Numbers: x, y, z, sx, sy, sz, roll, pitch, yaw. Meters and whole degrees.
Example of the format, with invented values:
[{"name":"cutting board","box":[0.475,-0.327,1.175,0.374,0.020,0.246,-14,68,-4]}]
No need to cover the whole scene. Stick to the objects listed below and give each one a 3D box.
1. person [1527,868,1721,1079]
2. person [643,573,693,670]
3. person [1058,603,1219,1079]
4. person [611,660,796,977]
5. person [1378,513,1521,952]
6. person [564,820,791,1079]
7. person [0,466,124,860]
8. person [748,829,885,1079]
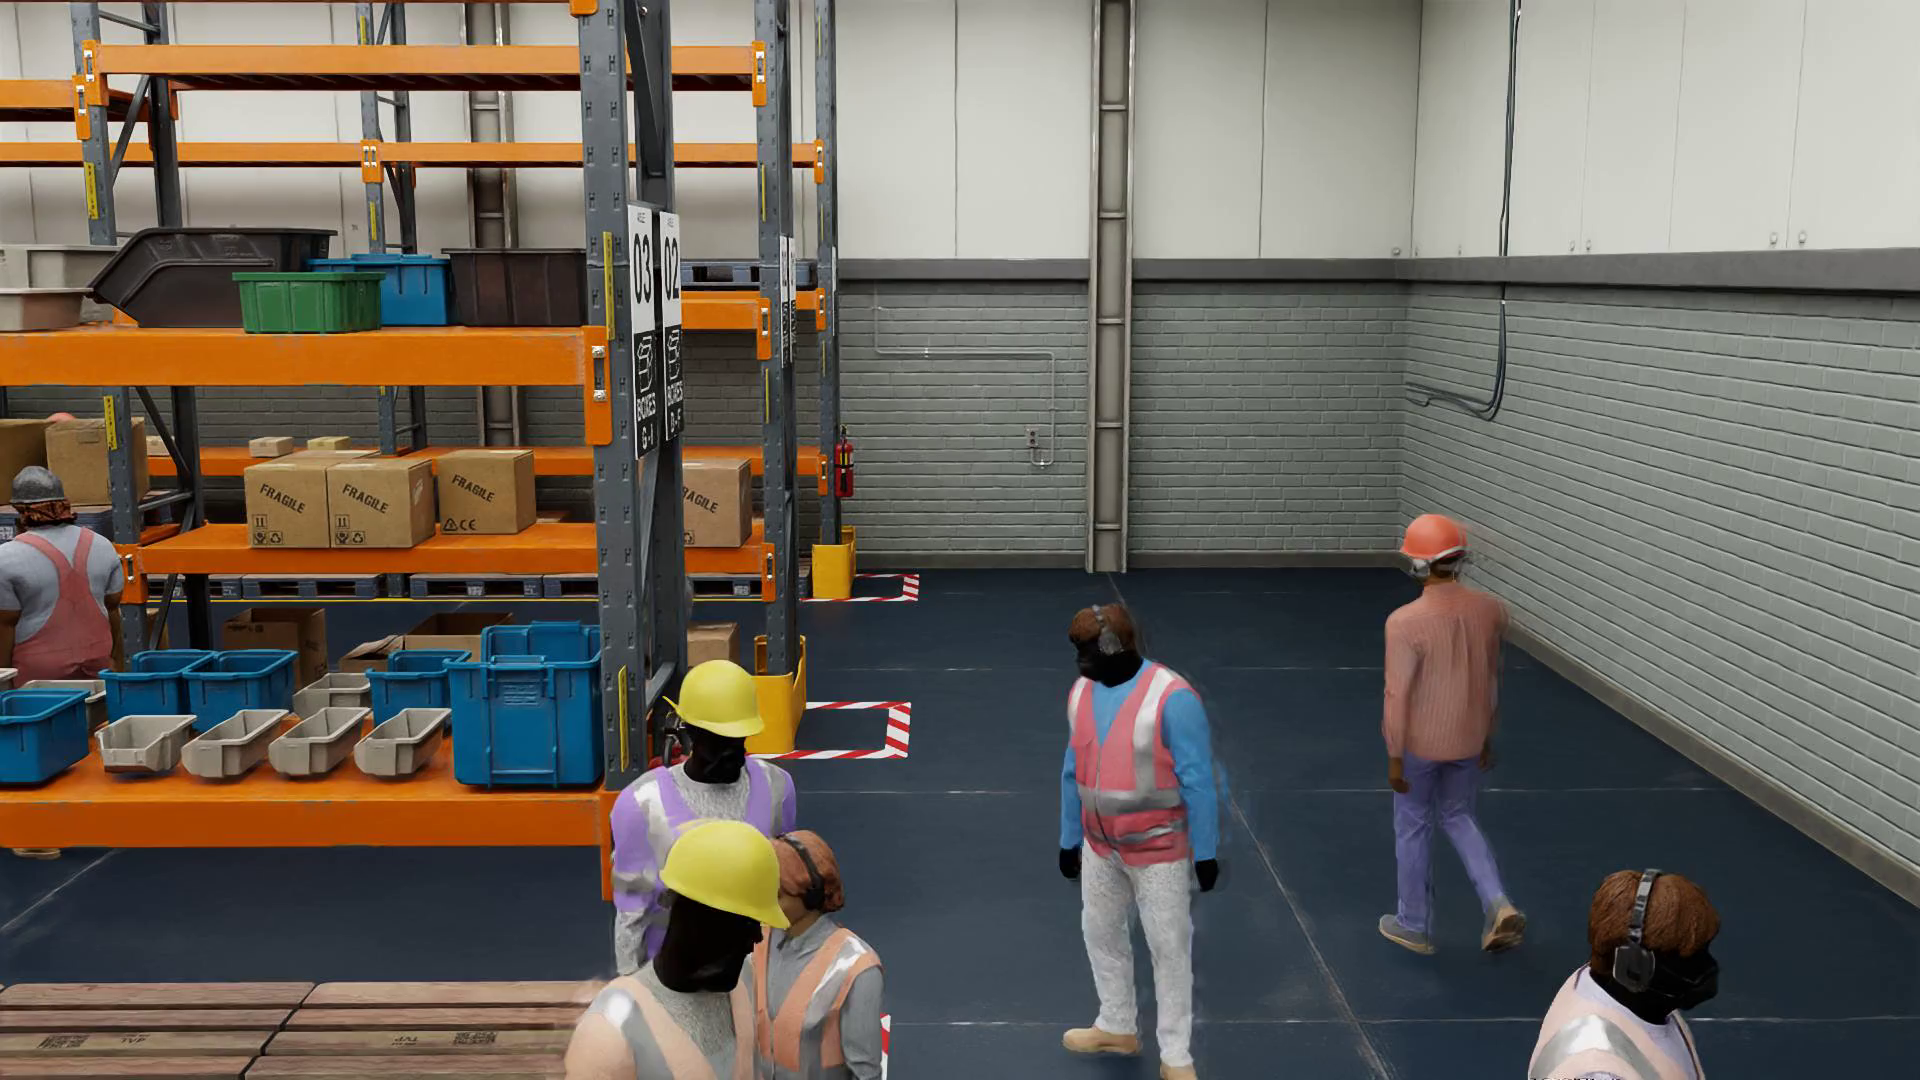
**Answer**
[{"name":"person","box":[1.365,1.563,3.449,0.430,1.843,0.626,4,10,25]},{"name":"person","box":[-2.217,0.097,12.534,0.676,1.805,0.620,2,10,14]},{"name":"person","box":[0.673,1.143,6.168,0.433,1.808,0.741,-9,13,-42]},{"name":"person","box":[-0.724,1.286,4.937,0.592,1.918,0.395,-6,11,-32]},{"name":"person","box":[2.135,0.876,7.251,0.624,1.973,0.625,-4,10,-21]},{"name":"person","box":[-0.529,1.538,3.517,0.849,1.868,0.667,4,10,23]},{"name":"person","box":[-4.735,0.613,8.664,0.535,2.000,0.682,5,10,28]},{"name":"person","box":[-0.386,1.532,4.292,0.526,1.632,0.311,8,12,41]}]
